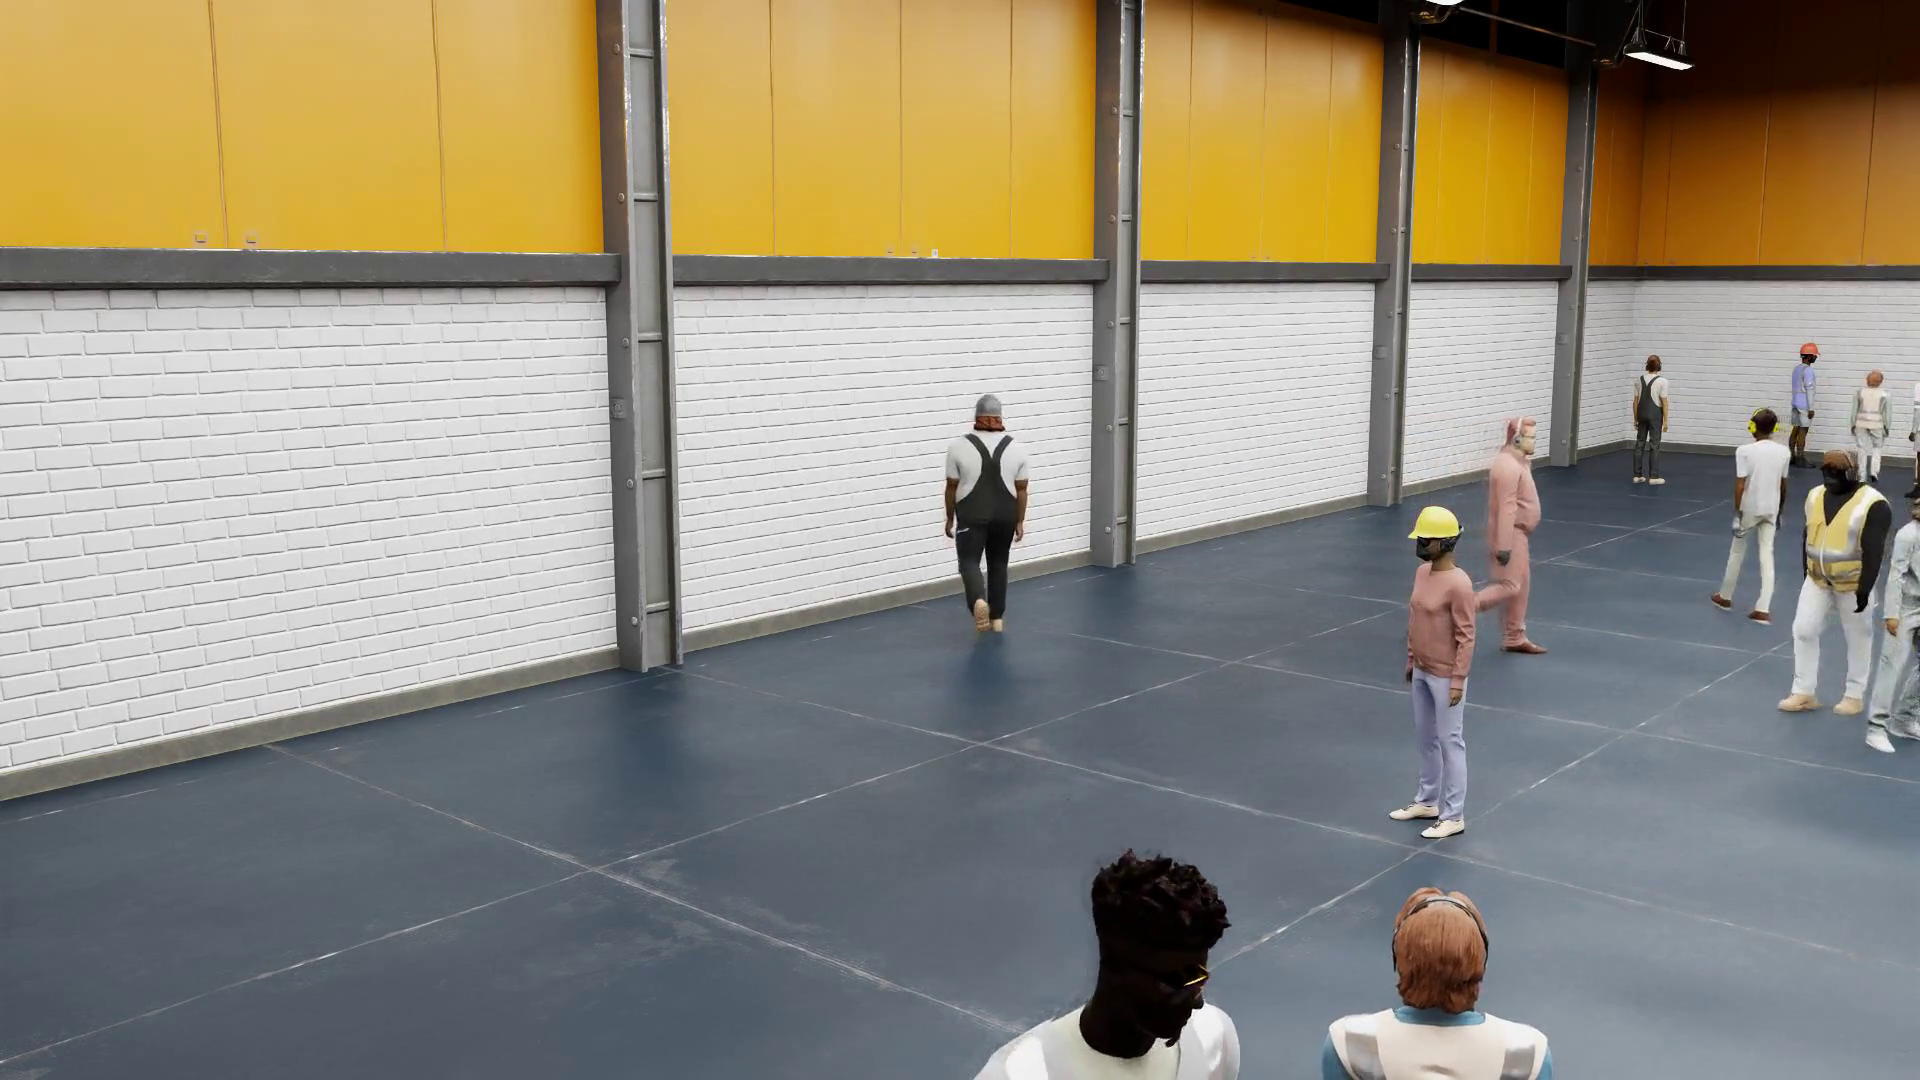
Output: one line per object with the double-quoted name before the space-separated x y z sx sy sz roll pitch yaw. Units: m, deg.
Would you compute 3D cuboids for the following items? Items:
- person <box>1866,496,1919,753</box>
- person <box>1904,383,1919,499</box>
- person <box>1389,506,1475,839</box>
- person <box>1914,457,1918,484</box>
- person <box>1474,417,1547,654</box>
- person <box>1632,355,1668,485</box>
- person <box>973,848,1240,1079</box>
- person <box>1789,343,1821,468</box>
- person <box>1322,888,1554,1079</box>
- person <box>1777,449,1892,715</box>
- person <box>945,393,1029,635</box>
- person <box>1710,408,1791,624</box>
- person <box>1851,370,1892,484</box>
"person" 6.001 0.470 10.434 0.526 1.723 0.342 -4 10 -21
"person" 12.881 -1.499 22.091 0.545 1.939 0.354 -1 9 -6
"person" 2.515 0.698 8.838 0.328 1.767 0.532 -2 9 -14
"person" 13.798 -1.695 23.540 0.324 1.871 0.526 -3 10 -18
"person" 4.238 -0.031 13.030 0.701 1.883 0.650 3 10 21
"person" 9.851 -1.712 23.714 0.335 1.846 0.513 -7 11 -38
"person" 0.300 1.534 3.083 0.695 1.915 0.917 -4 10 -23
"person" 13.074 -2.080 25.743 0.358 1.938 0.546 0 9 1
"person" 1.046 1.578 3.700 0.512 1.642 0.311 1 9 8
"person" 5.887 0.297 11.198 0.713 1.808 0.657 -5 10 -27
"person" 0.231 -0.214 13.701 0.690 2.000 0.781 -2 9 -9
"person" 6.907 -0.236 14.486 0.539 1.824 0.937 0 9 0
"person" 13.000 -1.609 23.755 0.517 1.626 0.376 6 11 34
